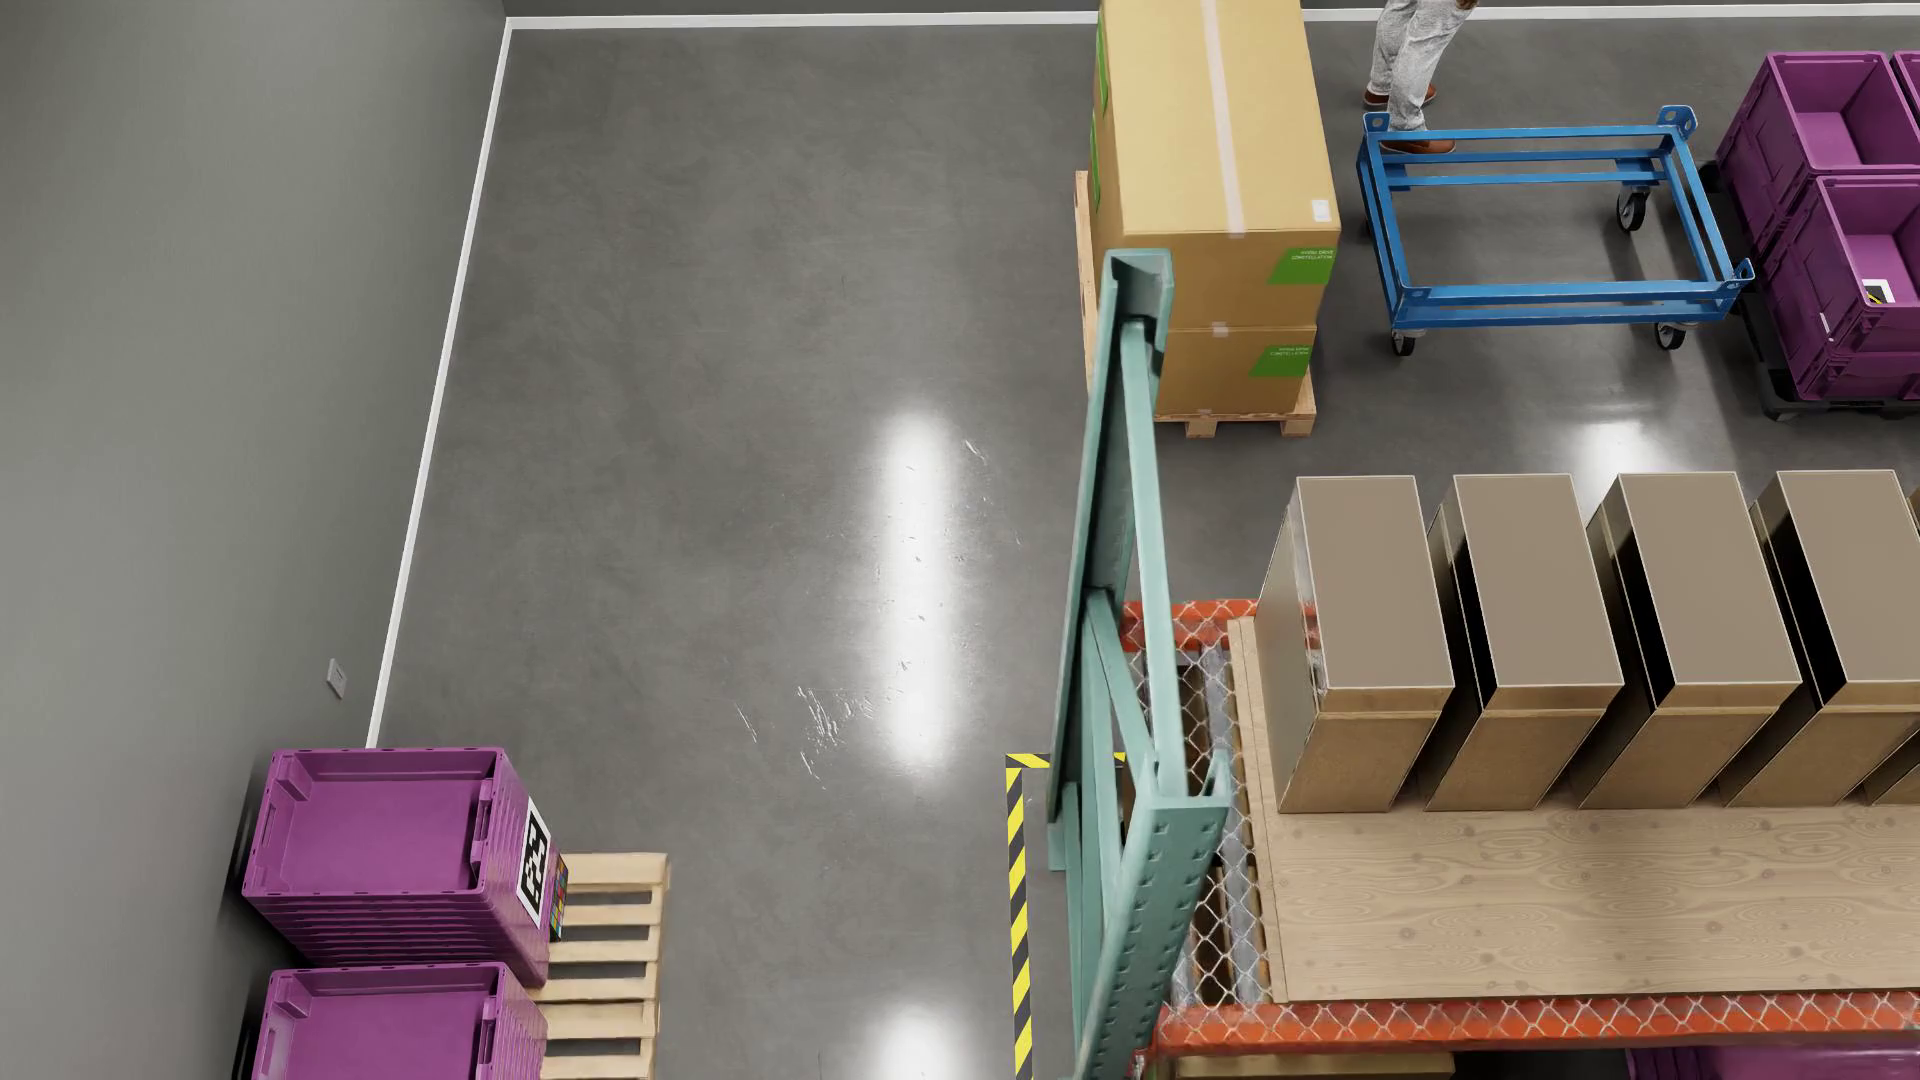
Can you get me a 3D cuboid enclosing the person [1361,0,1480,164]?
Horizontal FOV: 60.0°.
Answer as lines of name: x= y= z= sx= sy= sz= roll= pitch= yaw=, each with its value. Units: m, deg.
person: x=1.820 y=-2.241 z=6.077 sx=0.373 sy=1.940 sz=0.629 roll=-3 pitch=58 yaw=-2
